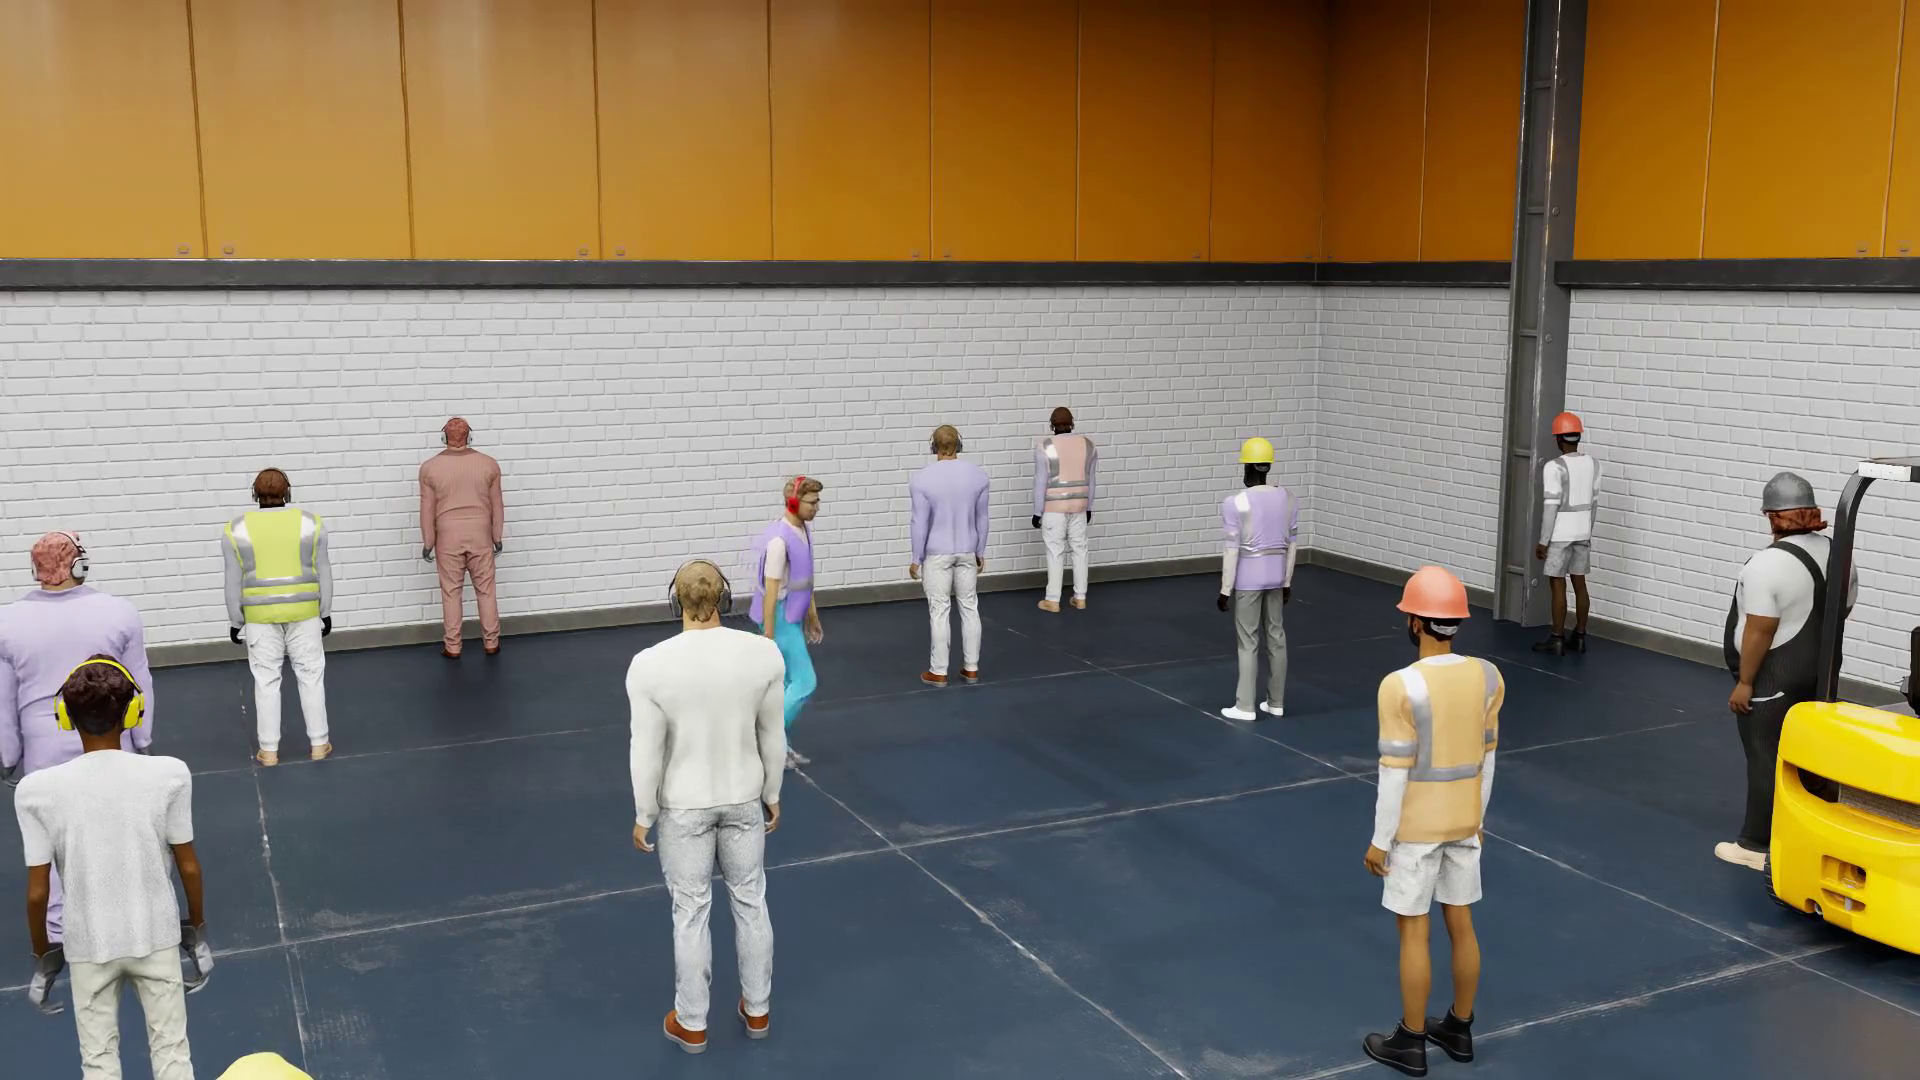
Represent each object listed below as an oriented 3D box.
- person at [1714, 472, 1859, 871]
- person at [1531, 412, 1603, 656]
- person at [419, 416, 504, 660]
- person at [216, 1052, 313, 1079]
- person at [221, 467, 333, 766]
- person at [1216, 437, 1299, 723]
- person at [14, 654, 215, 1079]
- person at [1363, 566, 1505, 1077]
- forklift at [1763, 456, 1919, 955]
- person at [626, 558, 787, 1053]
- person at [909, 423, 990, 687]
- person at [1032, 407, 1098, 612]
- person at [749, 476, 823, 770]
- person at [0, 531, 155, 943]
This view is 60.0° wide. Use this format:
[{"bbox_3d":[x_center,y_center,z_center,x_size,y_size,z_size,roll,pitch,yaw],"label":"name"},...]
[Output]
[{"bbox_3d":[4.169,0.655,8.503,0.673,2.000,0.536,-4,10,-23],"label":"person"},{"bbox_3d":[4.793,-0.045,13.190,0.542,1.931,0.376,-4,10,-23],"label":"person"},{"bbox_3d":[-3.910,-0.015,13.079,0.637,1.910,0.403,-4,10,-23],"label":"person"},{"bbox_3d":[-1.060,1.706,2.652,0.587,1.826,0.404,-4,10,-23],"label":"person"},{"bbox_3d":[-4.193,0.469,10.274,0.619,1.845,0.430,-4,10,-23],"label":"person"},{"bbox_3d":[2.000,0.270,11.240,0.585,1.928,0.378,-4,10,-23],"label":"person"},{"bbox_3d":[-2.608,1.279,5.174,0.519,1.869,0.331,-4,10,-23],"label":"person"},{"bbox_3d":[1.772,1.060,6.308,0.542,1.939,0.369,-4,10,-23],"label":"person"},{"bbox_3d":[4.857,0.731,7.561,2.313,2.155,1.214,-4,10,-25],"label":"forklift"},{"bbox_3d":[-0.979,1.032,6.493,0.627,1.936,0.374,-4,10,-23],"label":"person"},{"bbox_3d":[-0.082,0.114,12.193,0.627,1.936,0.374,-4,10,-23],"label":"person"},{"bbox_3d":[0.920,-0.275,14.909,0.619,1.840,0.430,-4,10,-23],"label":"person"},{"bbox_3d":[-1.049,0.509,10.116,0.445,1.820,0.564,1,9,6],"label":"person"},{"bbox_3d":[-3.926,0.903,7.402,0.637,1.904,0.403,-4,10,-23],"label":"person"}]
